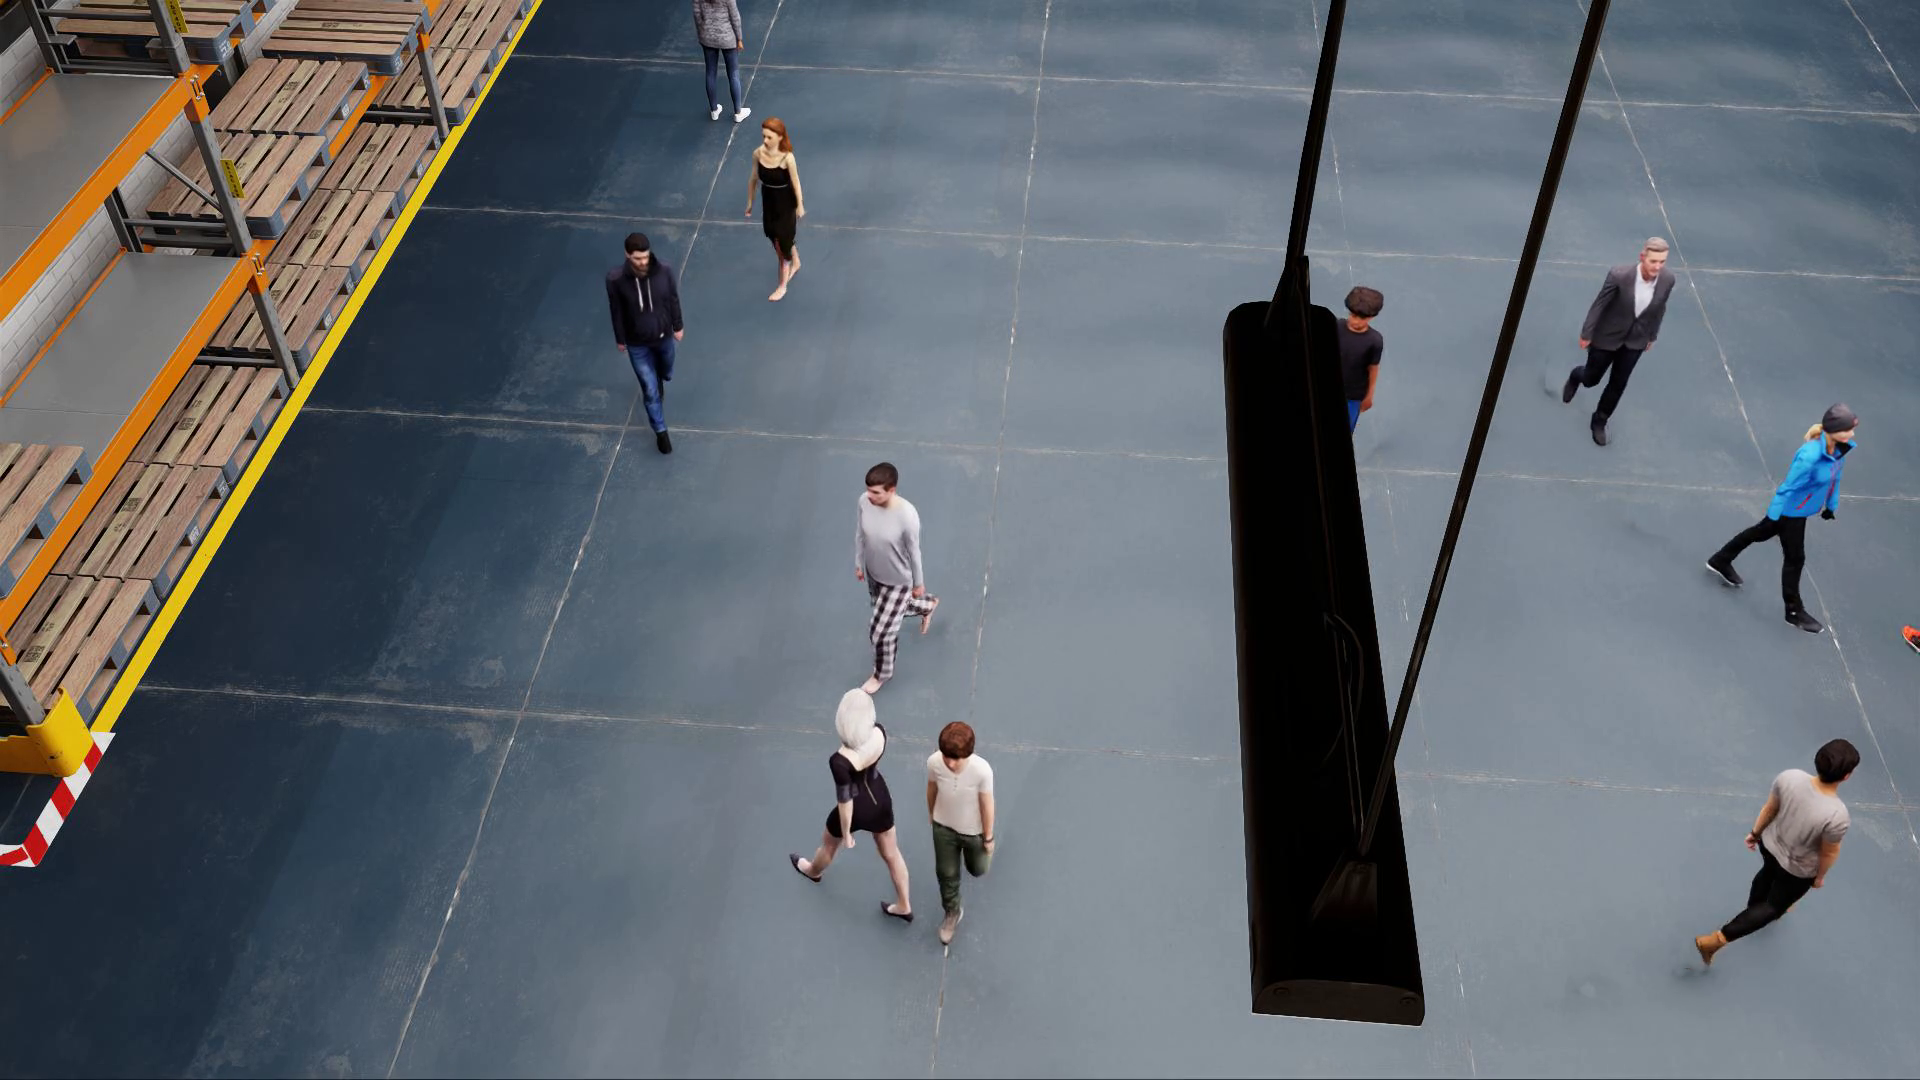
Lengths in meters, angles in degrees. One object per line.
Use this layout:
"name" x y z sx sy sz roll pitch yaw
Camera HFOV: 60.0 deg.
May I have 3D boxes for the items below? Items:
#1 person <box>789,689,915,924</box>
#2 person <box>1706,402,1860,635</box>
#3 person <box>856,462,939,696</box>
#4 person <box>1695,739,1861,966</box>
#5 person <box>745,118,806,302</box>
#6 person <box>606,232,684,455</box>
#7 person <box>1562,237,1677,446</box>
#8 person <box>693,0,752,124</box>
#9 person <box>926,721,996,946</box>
"person" -0.465 1.574 9.387 1.052 1.792 1.098 30 51 27
"person" 5.606 -0.251 11.334 1.108 1.748 1.207 -27 50 -25
"person" -0.396 0.166 10.846 1.014 1.817 1.177 30 51 27
"person" 4.553 1.765 9.254 0.915 1.698 1.026 -14 45 -14
"person" -1.491 -2.913 14.234 0.795 1.602 0.948 24 48 23
"person" -2.377 -1.606 12.676 0.985 1.859 1.227 -14 45 -14
"person" 5.014 -1.595 12.692 0.776 1.820 0.886 -2 44 -2
"person" -2.361 -4.921 16.245 0.640 1.735 0.569 10 44 10
"person" 0.036 1.571 9.499 0.677 1.642 0.992 11 45 11
